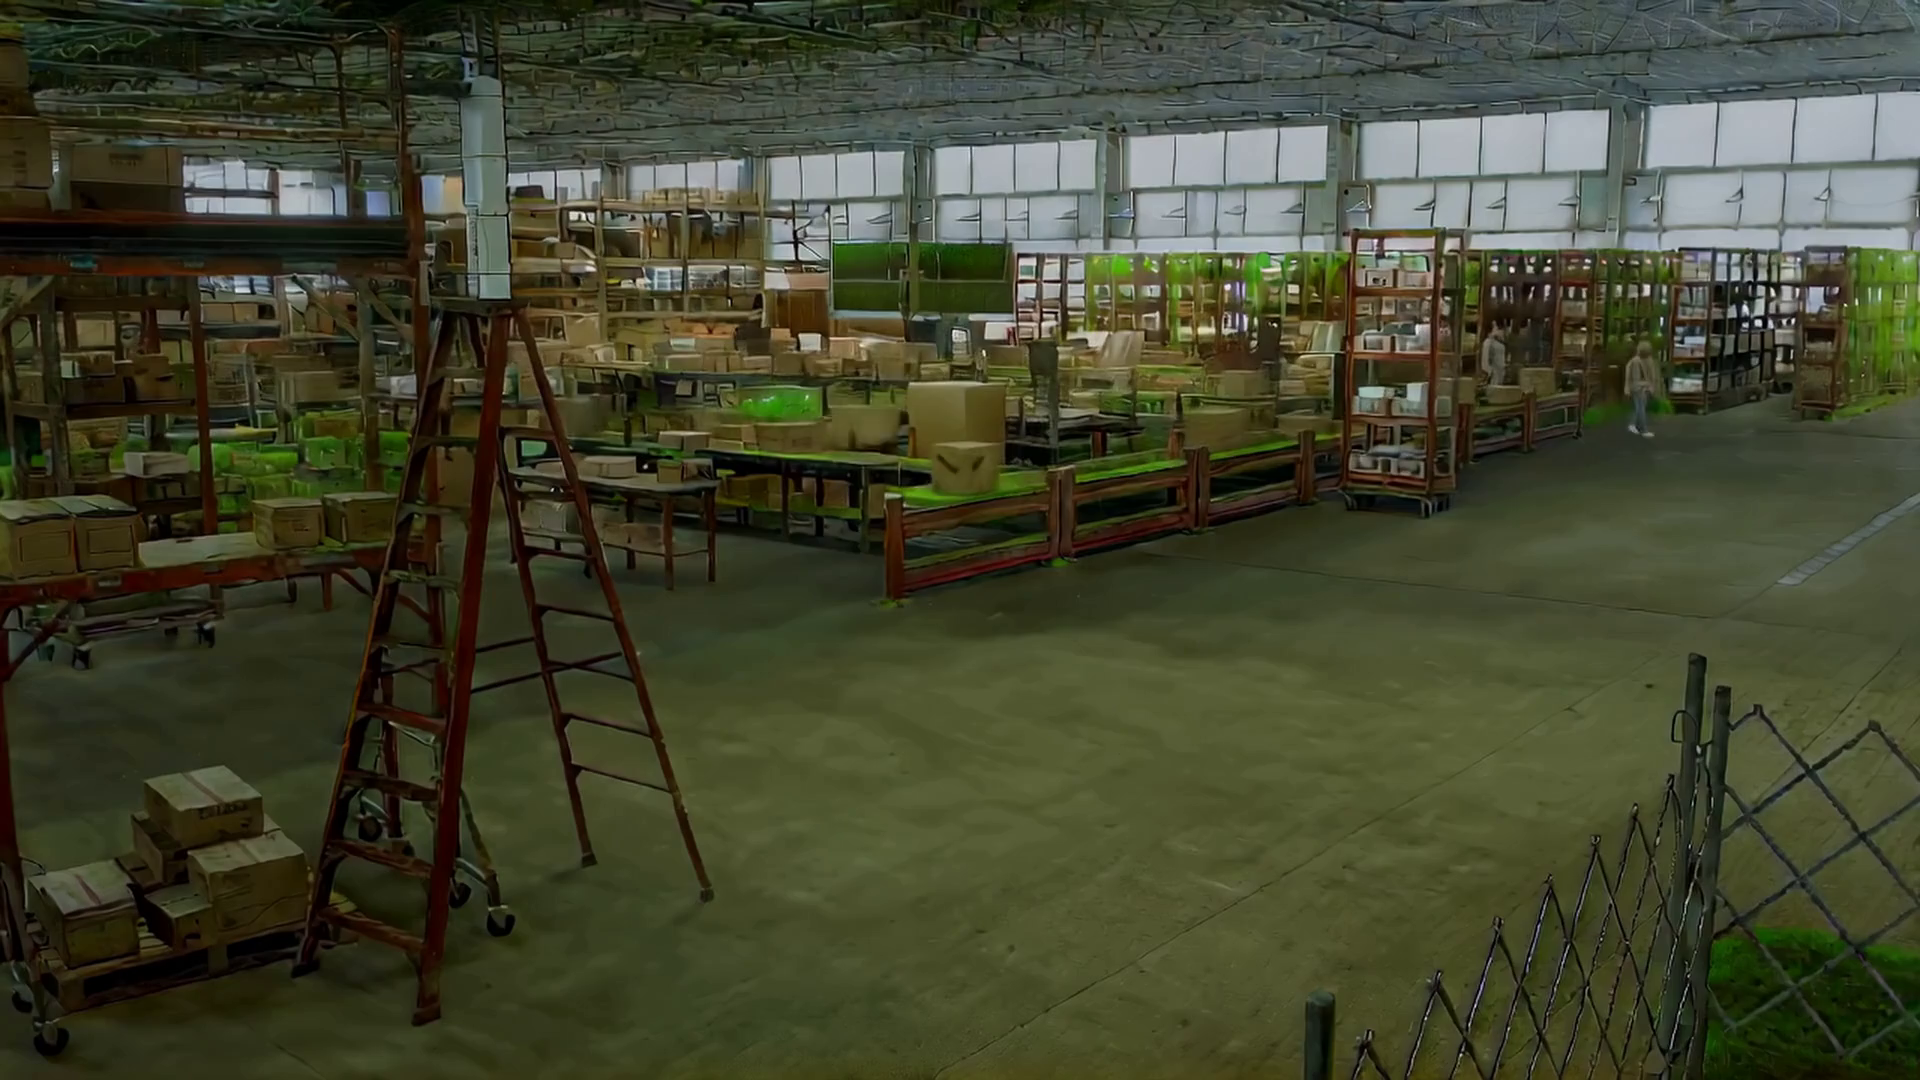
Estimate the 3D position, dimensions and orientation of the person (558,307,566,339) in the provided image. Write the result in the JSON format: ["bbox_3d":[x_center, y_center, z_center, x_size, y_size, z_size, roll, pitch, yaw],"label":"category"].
[{"bbox_3d":[-15.316,-8.099,64.146,0.311,1.735,0.484,-3,9,-15],"label":"person"}]

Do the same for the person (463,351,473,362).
[{"bbox_3d":[-14.335,-5.674,48.453,0.779,1.918,0.633,-6,11,-32],"label":"person"}]

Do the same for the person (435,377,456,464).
[{"bbox_3d":[-8.326,-2.104,26.630,0.308,1.769,0.525,7,11,36],"label":"person"}]

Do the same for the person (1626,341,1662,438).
[{"bbox_3d":[12.719,-2.830,31.073,0.600,1.805,0.860,-2,9,-13],"label":"person"}]

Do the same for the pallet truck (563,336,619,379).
[{"bbox_3d":[-10.690,-5.294,48.215,1.601,1.201,0.680,-5,10,-26],"label":"pallet truck"}]

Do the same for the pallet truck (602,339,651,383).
[{"bbox_3d":[-8.991,-4.871,45.351,0.653,1.274,1.630,7,11,37],"label":"pallet truck"}]

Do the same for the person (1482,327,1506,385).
[{"bbox_3d":[11.304,-3.535,35.124,0.643,1.910,0.400,-7,11,-35],"label":"person"}]

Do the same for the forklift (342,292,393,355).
[{"bbox_3d":[-16.485,-5.622,45.120,1.129,2.768,1.873,7,11,37],"label":"forklift"}]

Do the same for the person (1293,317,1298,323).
[{"bbox_3d":[10.253,-6.052,50.605,0.415,1.985,0.611,7,11,36],"label":"person"}]

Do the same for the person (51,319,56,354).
[{"bbox_3d":[-33.099,-7.580,60.353,0.552,1.919,0.806,5,10,28],"label":"person"}]
